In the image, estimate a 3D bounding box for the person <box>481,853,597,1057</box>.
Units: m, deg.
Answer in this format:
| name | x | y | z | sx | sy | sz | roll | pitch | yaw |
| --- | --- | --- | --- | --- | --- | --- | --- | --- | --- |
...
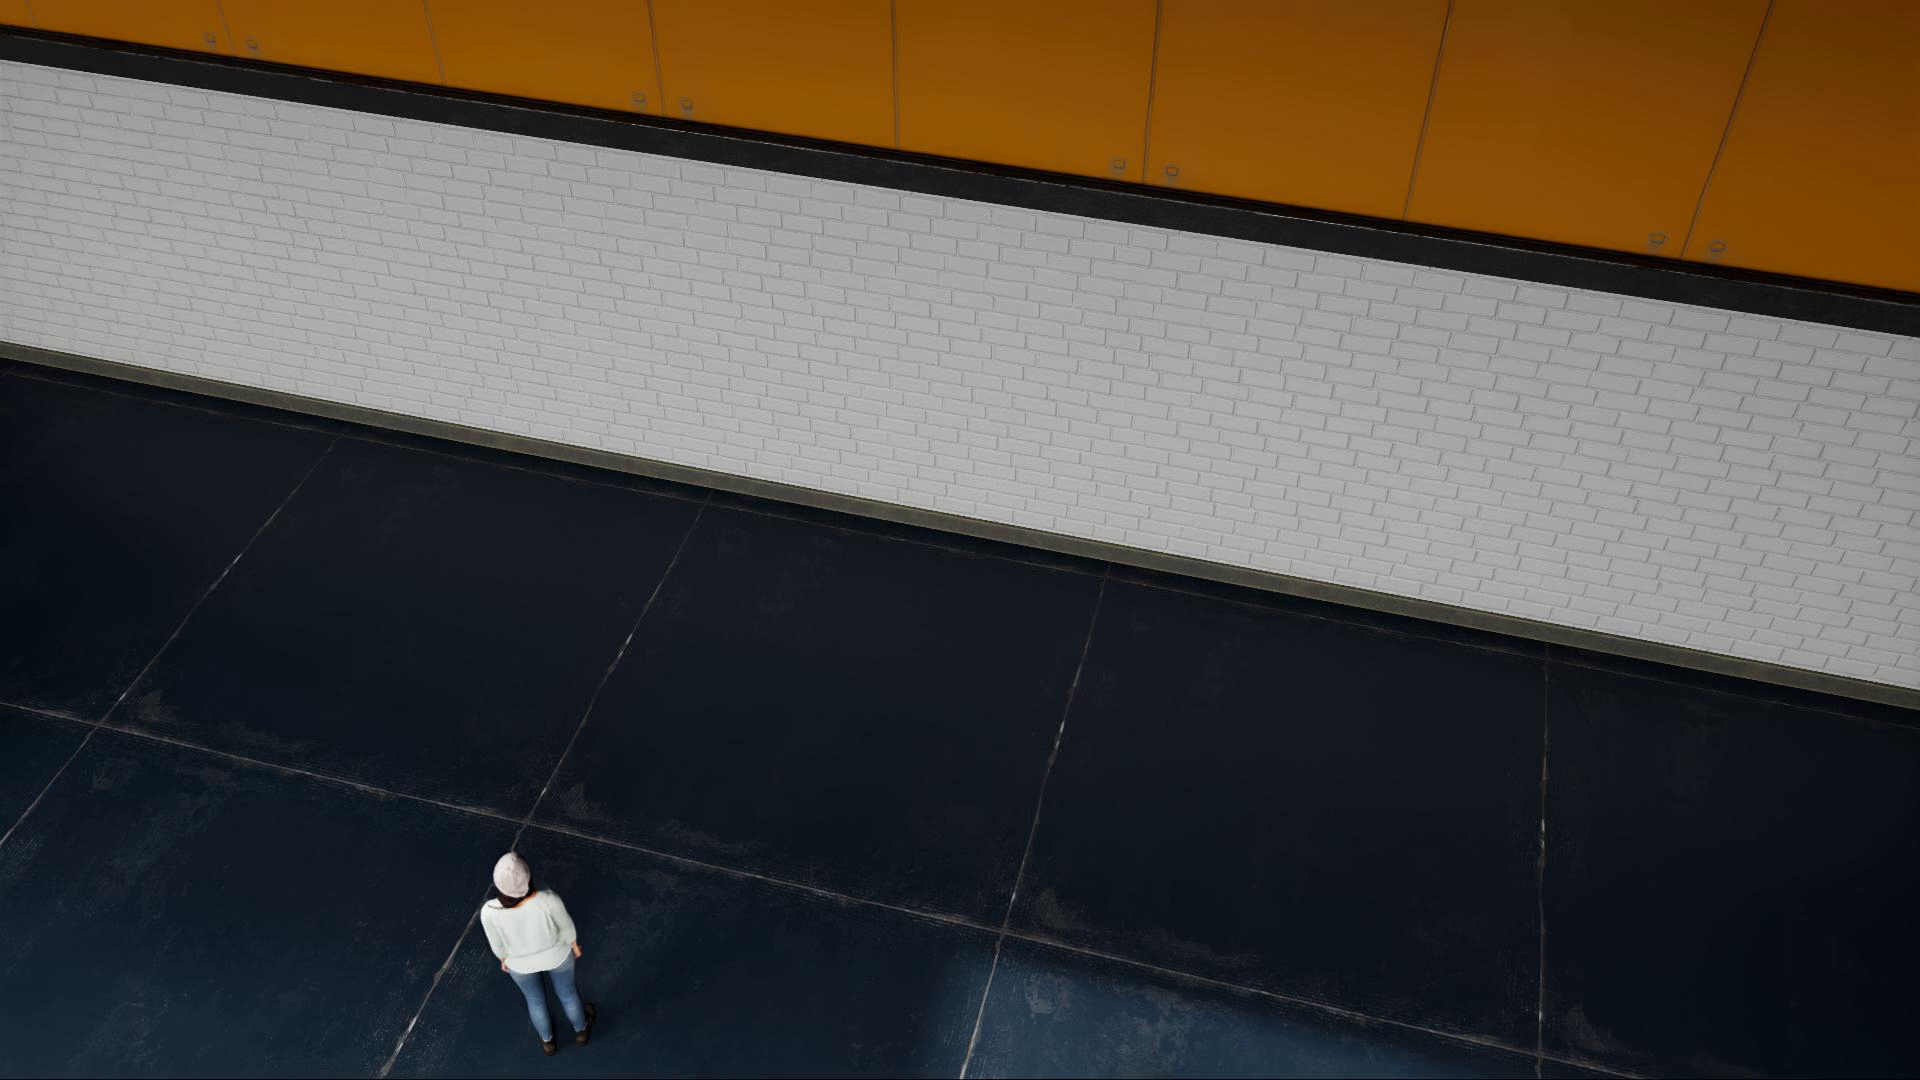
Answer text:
| name | x | y | z | sx | sy | sz | roll | pitch | yaw |
| --- | --- | --- | --- | --- | --- | --- | --- | --- | --- |
| person | -2.163 | 2.118 | 8.538 | 0.645 | 1.645 | 0.655 | -10 | 45 | -10 |
